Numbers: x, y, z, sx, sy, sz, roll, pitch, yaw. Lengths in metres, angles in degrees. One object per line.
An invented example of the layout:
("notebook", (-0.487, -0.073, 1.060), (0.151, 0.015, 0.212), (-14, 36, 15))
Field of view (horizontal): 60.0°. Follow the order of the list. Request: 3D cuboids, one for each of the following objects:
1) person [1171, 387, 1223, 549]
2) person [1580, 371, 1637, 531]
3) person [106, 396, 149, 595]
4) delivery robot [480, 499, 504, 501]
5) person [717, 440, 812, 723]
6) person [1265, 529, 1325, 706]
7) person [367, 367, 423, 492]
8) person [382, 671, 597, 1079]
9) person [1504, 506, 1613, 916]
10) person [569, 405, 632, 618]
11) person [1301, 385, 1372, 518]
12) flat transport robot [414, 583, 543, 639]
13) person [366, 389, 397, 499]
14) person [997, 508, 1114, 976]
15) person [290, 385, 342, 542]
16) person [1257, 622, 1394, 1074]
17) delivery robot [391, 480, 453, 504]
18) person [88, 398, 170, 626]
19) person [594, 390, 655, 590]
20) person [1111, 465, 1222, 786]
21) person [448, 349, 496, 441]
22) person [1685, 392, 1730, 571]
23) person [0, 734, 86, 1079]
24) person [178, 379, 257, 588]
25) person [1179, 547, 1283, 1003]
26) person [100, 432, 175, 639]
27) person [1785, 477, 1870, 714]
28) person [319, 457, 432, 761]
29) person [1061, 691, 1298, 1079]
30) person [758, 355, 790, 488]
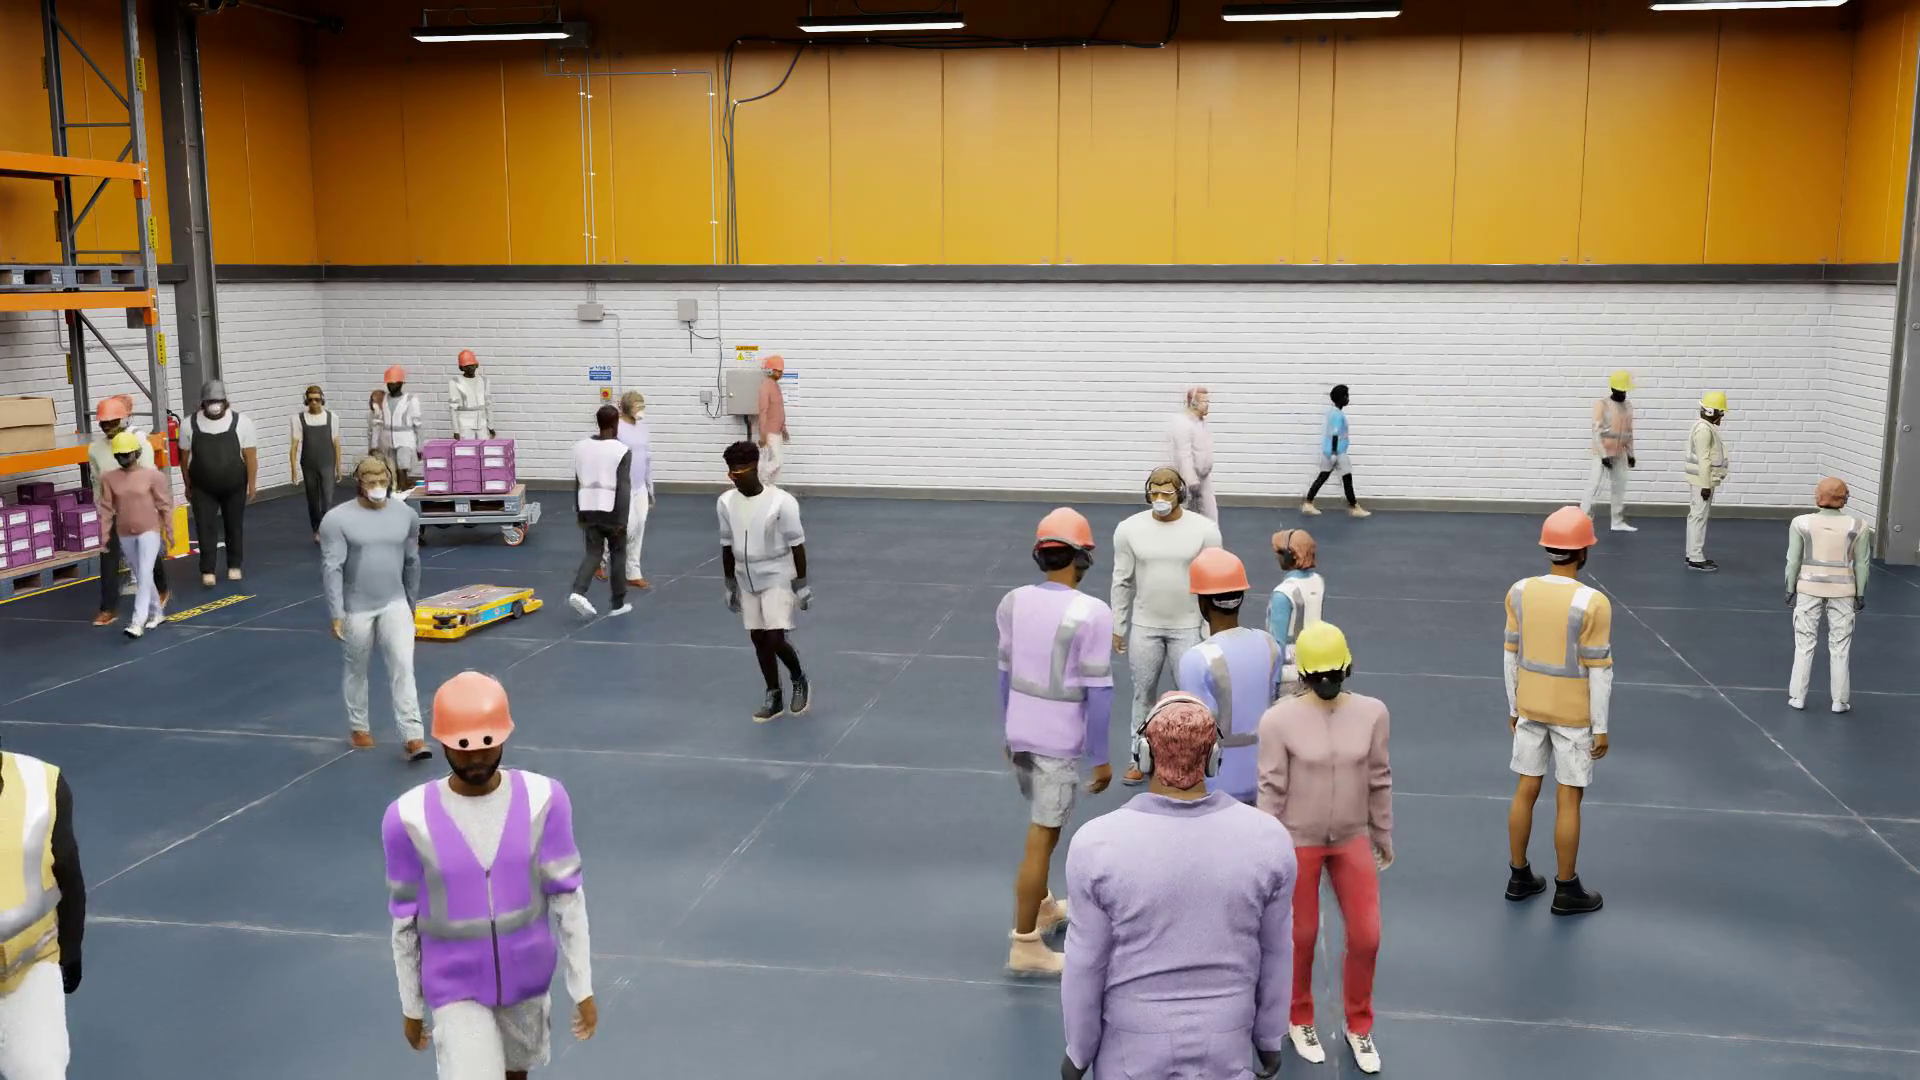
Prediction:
("person", (2.370, -0.643, 17.106), (0.974, 1.869, 0.635), (7, 11, 36))
("person", (7.568, -1.005, 19.285), (0.857, 1.893, 0.435), (-4, 10, -23))
("person", (-7.868, -0.421, 15.744), (0.594, 1.881, 0.509), (6, 11, 34))
("delivery robot", (-5.687, -0.500, 19.977), (0.707, 0.478, 0.477), (-5, 10, -27))
("person", (-1.327, 0.287, 11.128), (0.617, 1.931, 0.537), (5, 10, 29))
("person", (1.859, 0.748, 9.208), (0.450, 1.633, 0.526), (7, 12, 37))
("person", (-6.853, -1.149, 20.179), (0.560, 1.877, 1.015), (2, 9, 12))
("person", (-1.416, 1.295, 5.008), (0.562, 1.894, 0.982), (-4, 10, -25))
("person", (2.840, 0.803, 7.892), (0.352, 1.942, 0.546), (-7, 12, -37))
("person", (-3.168, -0.233, 14.523), (0.606, 1.885, 0.721), (3, 10, 18))
("person", (4.654, -1.097, 20.589), (0.857, 1.652, 0.540), (1, 9, 5))
("flat transport robot", (-4.266, 0.597, 14.338), (0.652, 0.197, 1.431), (3, 10, 18))
("person", (-7.027, -1.065, 20.470), (0.527, 1.610, 0.502), (3, 10, 18))
("person", (0.420, 0.870, 7.291), (0.672, 2.006, 0.619), (-8, 12, -39))
("person", (-7.114, -0.814, 18.386), (0.529, 1.802, 0.972), (-4, 10, -22))
("person", (1.403, 1.165, 6.282), (0.576, 1.735, 0.527), (-1, 9, -8))
("delivery robot", (-6.395, -0.467, 19.775), (0.707, 0.478, 0.477), (-2, 9, -15))
("person", (-7.310, -0.282, 14.631), (0.624, 1.952, 1.004), (0, 9, 1))
("person", (-3.221, -0.475, 15.891), (0.579, 1.921, 0.635), (4, 10, 25))
("person", (1.200, 0.515, 9.762), (0.645, 1.927, 0.387), (2, 9, 12))
("person", (-6.440, -1.510, 22.007), (0.404, 2.026, 0.626), (8, 12, 42))
("person", (7.615, -0.602, 16.982), (0.403, 1.823, 0.588), (3, 10, 20))
("person", (-2.951, 1.337, 4.990), (0.642, 1.815, 0.815), (-6, 11, -33))
("person", (-7.156, -0.565, 16.072), (0.694, 2.000, 0.958), (-4, 10, -22))
("person", (1.052, 0.990, 6.757), (0.546, 1.934, 0.376), (-8, 12, -41))
("person", (-6.887, -0.046, 13.871), (0.536, 1.704, 0.920), (0, 9, 0))
("person", (5.954, 0.381, 11.447), (0.513, 1.640, 0.309), (5, 10, 28))
("person", (-3.602, 0.439, 10.303), (0.651, 1.891, 1.007), (-7, 11, -35))
("person", (0.587, 1.354, 4.586), (0.650, 1.907, 0.409), (-1, 9, -9))
("person", (-2.456, -1.411, 21.542), (0.508, 1.972, 0.614), (1, 9, 6))
